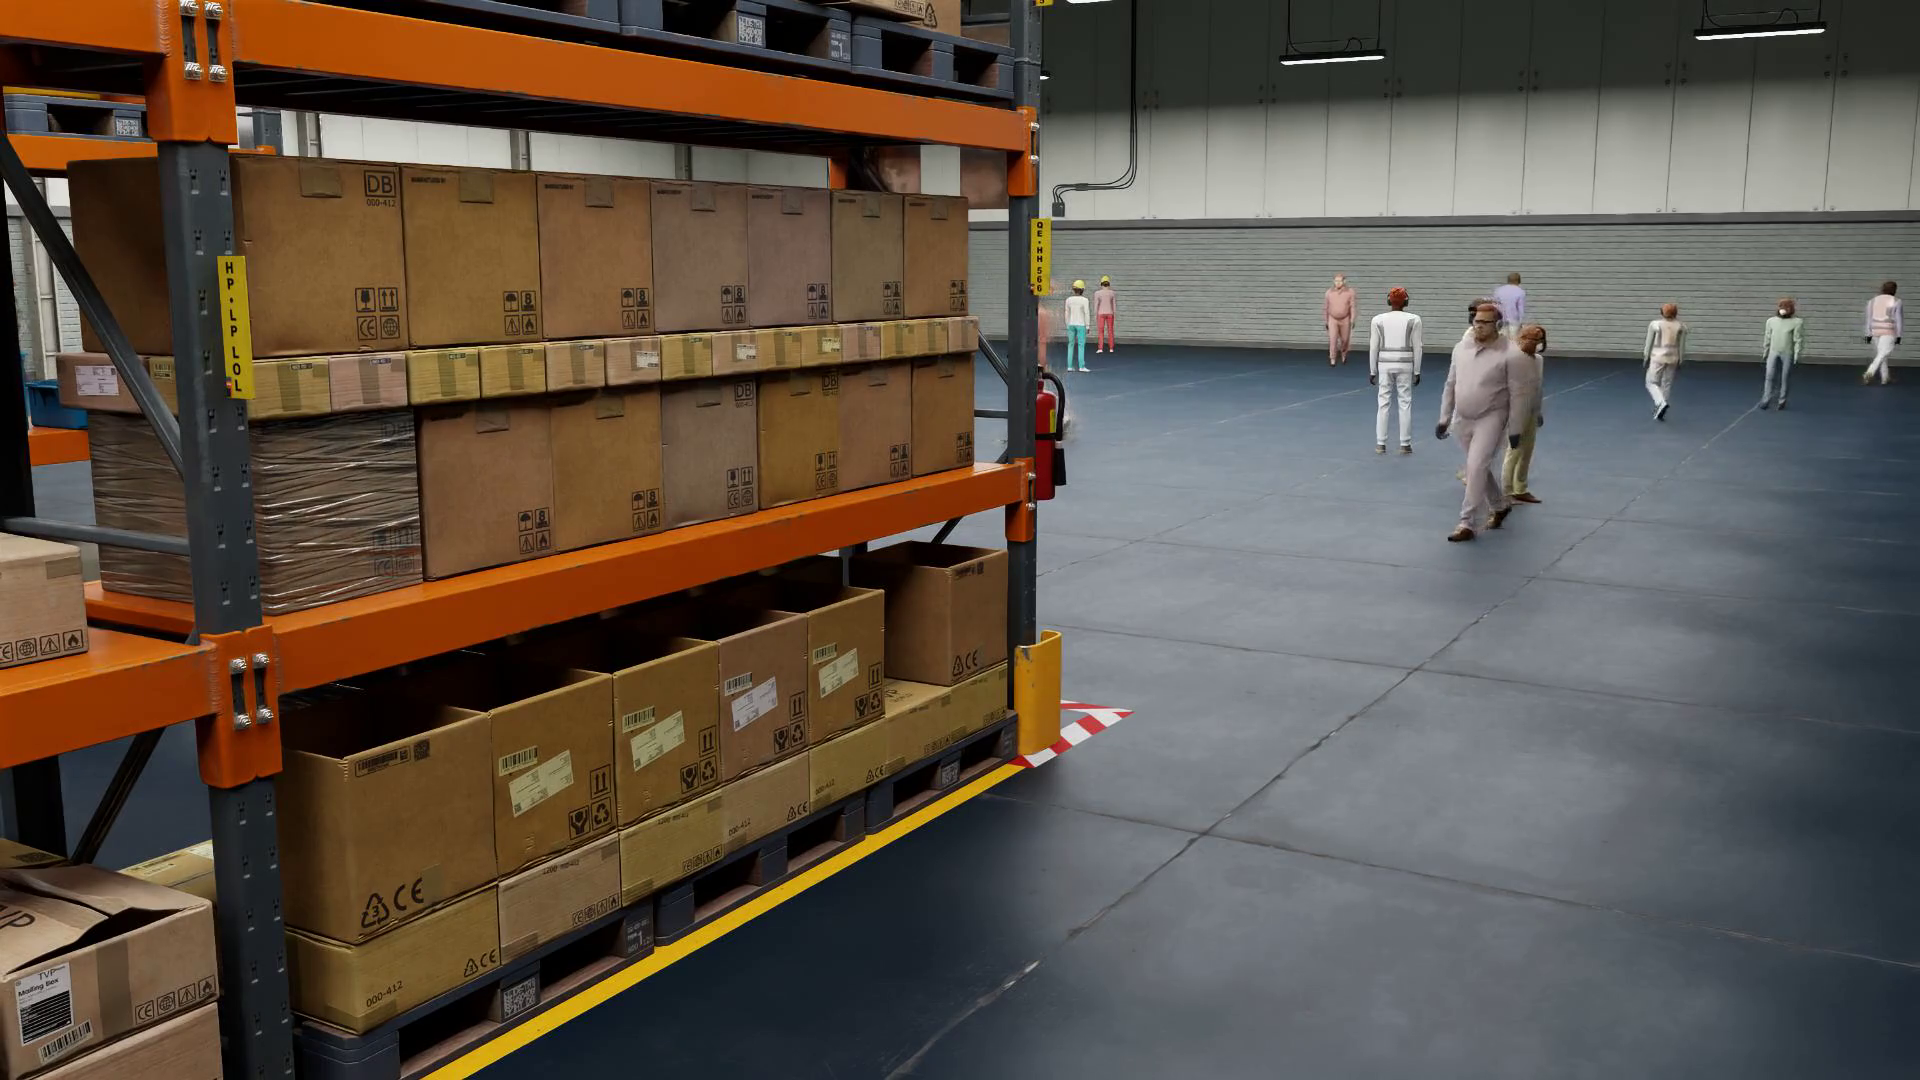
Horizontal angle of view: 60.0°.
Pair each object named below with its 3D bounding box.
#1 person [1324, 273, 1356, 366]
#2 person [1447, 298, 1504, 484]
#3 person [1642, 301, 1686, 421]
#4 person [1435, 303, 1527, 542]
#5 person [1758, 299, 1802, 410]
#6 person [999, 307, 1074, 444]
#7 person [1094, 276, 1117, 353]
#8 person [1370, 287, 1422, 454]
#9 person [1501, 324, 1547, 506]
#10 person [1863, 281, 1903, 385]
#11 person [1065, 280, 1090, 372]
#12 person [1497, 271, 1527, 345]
[{"bbox_3d":[7.726,-4.485,33.870,0.646,1.880,0.739,2,10,13],"label":"person"},{"bbox_3d":[5.038,-1.442,16.210,0.468,1.822,0.651,-2,10,-12],"label":"person"},{"bbox_3d":[9.481,-2.396,22.361,0.530,1.623,0.549,0,10,0],"label":"person"},{"bbox_3d":[4.183,-0.956,13.248,0.945,1.866,0.640,-7,12,-35],"label":"person"},{"bbox_3d":[11.773,-2.650,23.900,0.523,1.600,0.752,8,13,40],"label":"person"},{"bbox_3d":[0.905,-2.117,19.756,0.859,1.970,0.622,-4,11,-25],"label":"person"},{"bbox_3d":[3.331,-5.162,38.161,0.524,1.769,0.316,-1,10,-6],"label":"person"},{"bbox_3d":[4.921,-1.911,18.794,0.572,1.883,0.356,4,10,21],"label":"person"},{"bbox_3d":[5.069,-1.117,14.911,0.506,1.624,0.296,-9,13,-41],"label":"person"},{"bbox_3d":[15.929,-3.565,28.697,0.865,1.816,0.628,-4,10,-21],"label":"person"},{"bbox_3d":[2.271,-4.110,32.006,0.527,1.768,0.313,7,12,35],"label":"person"},{"bbox_3d":[11.051,-4.436,33.476,0.643,1.923,0.705,9,13,43],"label":"person"}]
